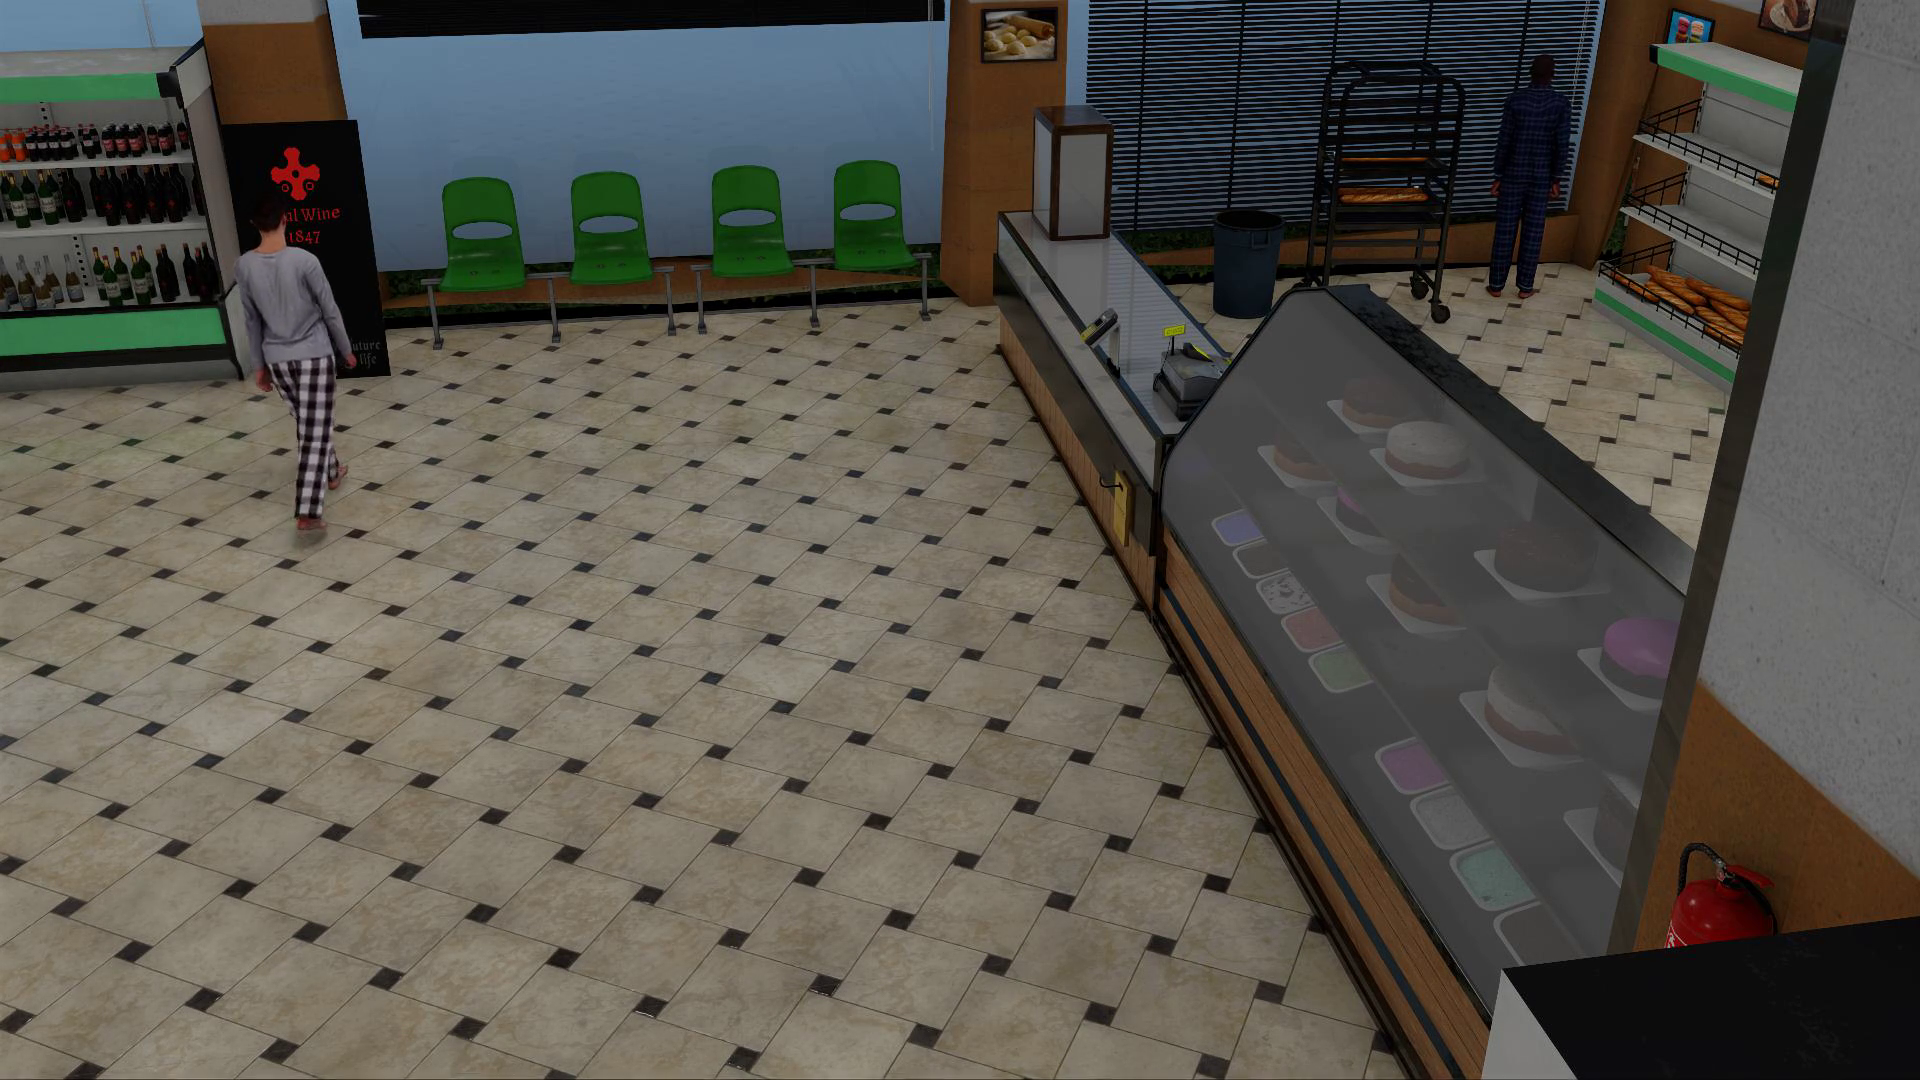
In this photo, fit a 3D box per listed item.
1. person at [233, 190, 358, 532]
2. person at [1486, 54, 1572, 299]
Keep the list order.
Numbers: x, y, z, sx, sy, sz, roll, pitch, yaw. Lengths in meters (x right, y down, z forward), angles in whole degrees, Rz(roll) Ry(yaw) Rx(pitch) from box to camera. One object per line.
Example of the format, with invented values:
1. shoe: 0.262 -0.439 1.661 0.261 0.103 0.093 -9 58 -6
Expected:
1. person: -3.570 -0.913 8.952 1.166 1.803 0.893 2 27 3
2. person: 4.256 -2.733 12.519 0.702 1.823 0.831 7 28 14
